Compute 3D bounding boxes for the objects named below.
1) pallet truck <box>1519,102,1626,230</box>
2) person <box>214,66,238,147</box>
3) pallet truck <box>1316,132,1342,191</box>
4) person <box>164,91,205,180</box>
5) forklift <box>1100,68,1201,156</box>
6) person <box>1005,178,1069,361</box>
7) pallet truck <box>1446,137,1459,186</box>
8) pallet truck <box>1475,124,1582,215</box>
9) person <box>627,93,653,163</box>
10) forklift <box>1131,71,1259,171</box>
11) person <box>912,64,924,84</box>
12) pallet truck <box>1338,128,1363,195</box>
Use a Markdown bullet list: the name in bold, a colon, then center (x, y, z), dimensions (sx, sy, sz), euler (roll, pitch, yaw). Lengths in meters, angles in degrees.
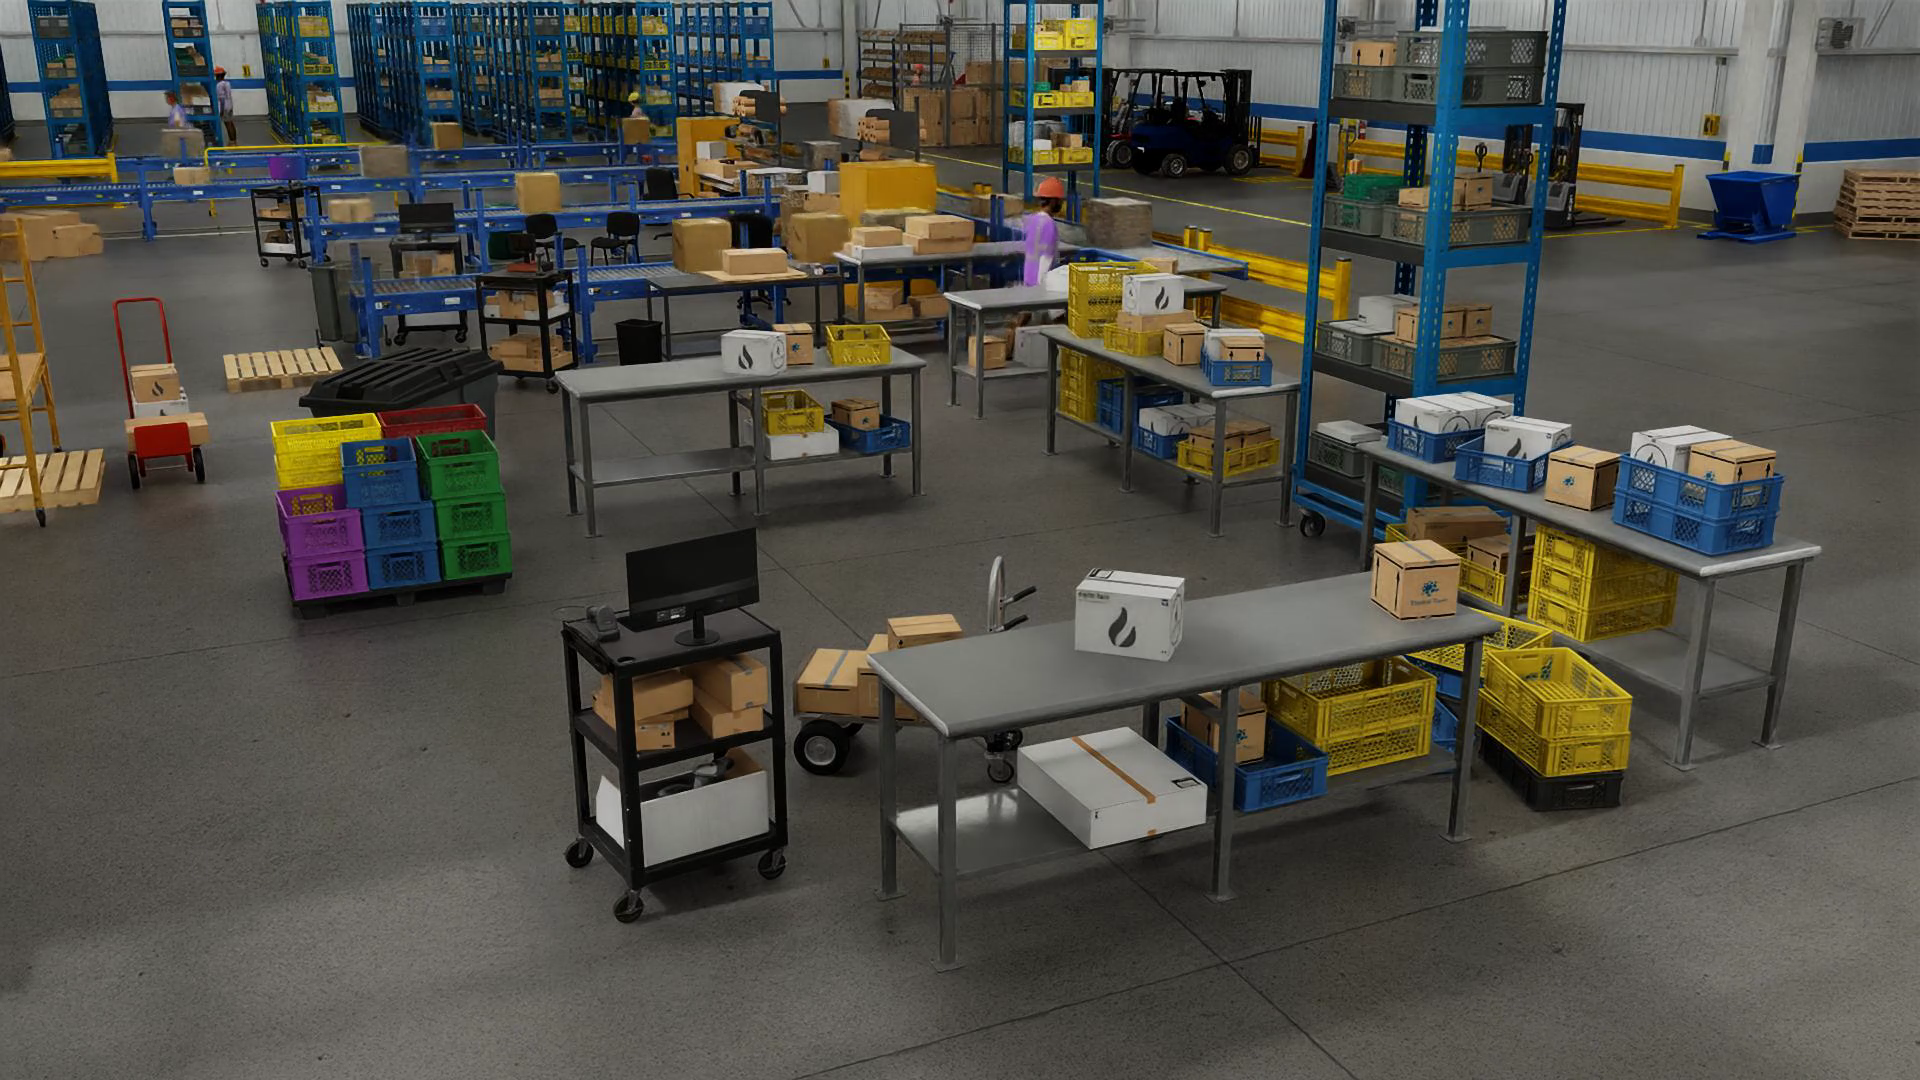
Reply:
- **pallet truck**: center (9.972, -6.037, 26.785), dimensions (1.885, 1.965, 0.823), euler (-9, 20, -25)
- **person**: center (-18.711, -10.992, 42.319), dimensions (0.386, 2.045, 0.605), euler (-1, 18, -2)
- **pallet truck**: center (7.723, -7.504, 32.656), dimensions (1.601, 1.201, 0.680), euler (-8, 19, -23)
- **person**: center (-16.132, -8.375, 34.445), dimensions (0.792, 1.808, 0.582), euler (-8, 19, -25)
- **forklift**: center (4.082, -9.564, 37.410), dimensions (2.680, 1.987, 1.157), euler (-8, 19, -23)
- **person**: center (0.807, -2.459, 15.711), dimensions (1.006, 1.878, 0.565), euler (-6, 18, -17)
- **pallet truck**: center (9.184, -6.485, 29.328), dimensions (1.630, 1.274, 0.653), euler (-8, 19, -23)
- **pallet truck**: center (9.707, -6.455, 28.103), dimensions (1.885, 1.965, 0.823), euler (-7, 19, -20)
- **person**: center (-6.731, -8.547, 35.111), dimensions (0.559, 1.751, 0.524), euler (1, 18, 4)
- **forklift**: center (4.998, -8.936, 35.413), dimensions (2.680, 1.987, 1.157), euler (-9, 20, -25)
- **person**: center (-1.157, -12.228, 46.291), dimensions (0.382, 1.993, 0.622), euler (-4, 18, -11)
- **pallet truck**: center (7.845, -7.140, 31.411), dimensions (1.522, 1.261, 0.704), euler (-9, 20, -25)
